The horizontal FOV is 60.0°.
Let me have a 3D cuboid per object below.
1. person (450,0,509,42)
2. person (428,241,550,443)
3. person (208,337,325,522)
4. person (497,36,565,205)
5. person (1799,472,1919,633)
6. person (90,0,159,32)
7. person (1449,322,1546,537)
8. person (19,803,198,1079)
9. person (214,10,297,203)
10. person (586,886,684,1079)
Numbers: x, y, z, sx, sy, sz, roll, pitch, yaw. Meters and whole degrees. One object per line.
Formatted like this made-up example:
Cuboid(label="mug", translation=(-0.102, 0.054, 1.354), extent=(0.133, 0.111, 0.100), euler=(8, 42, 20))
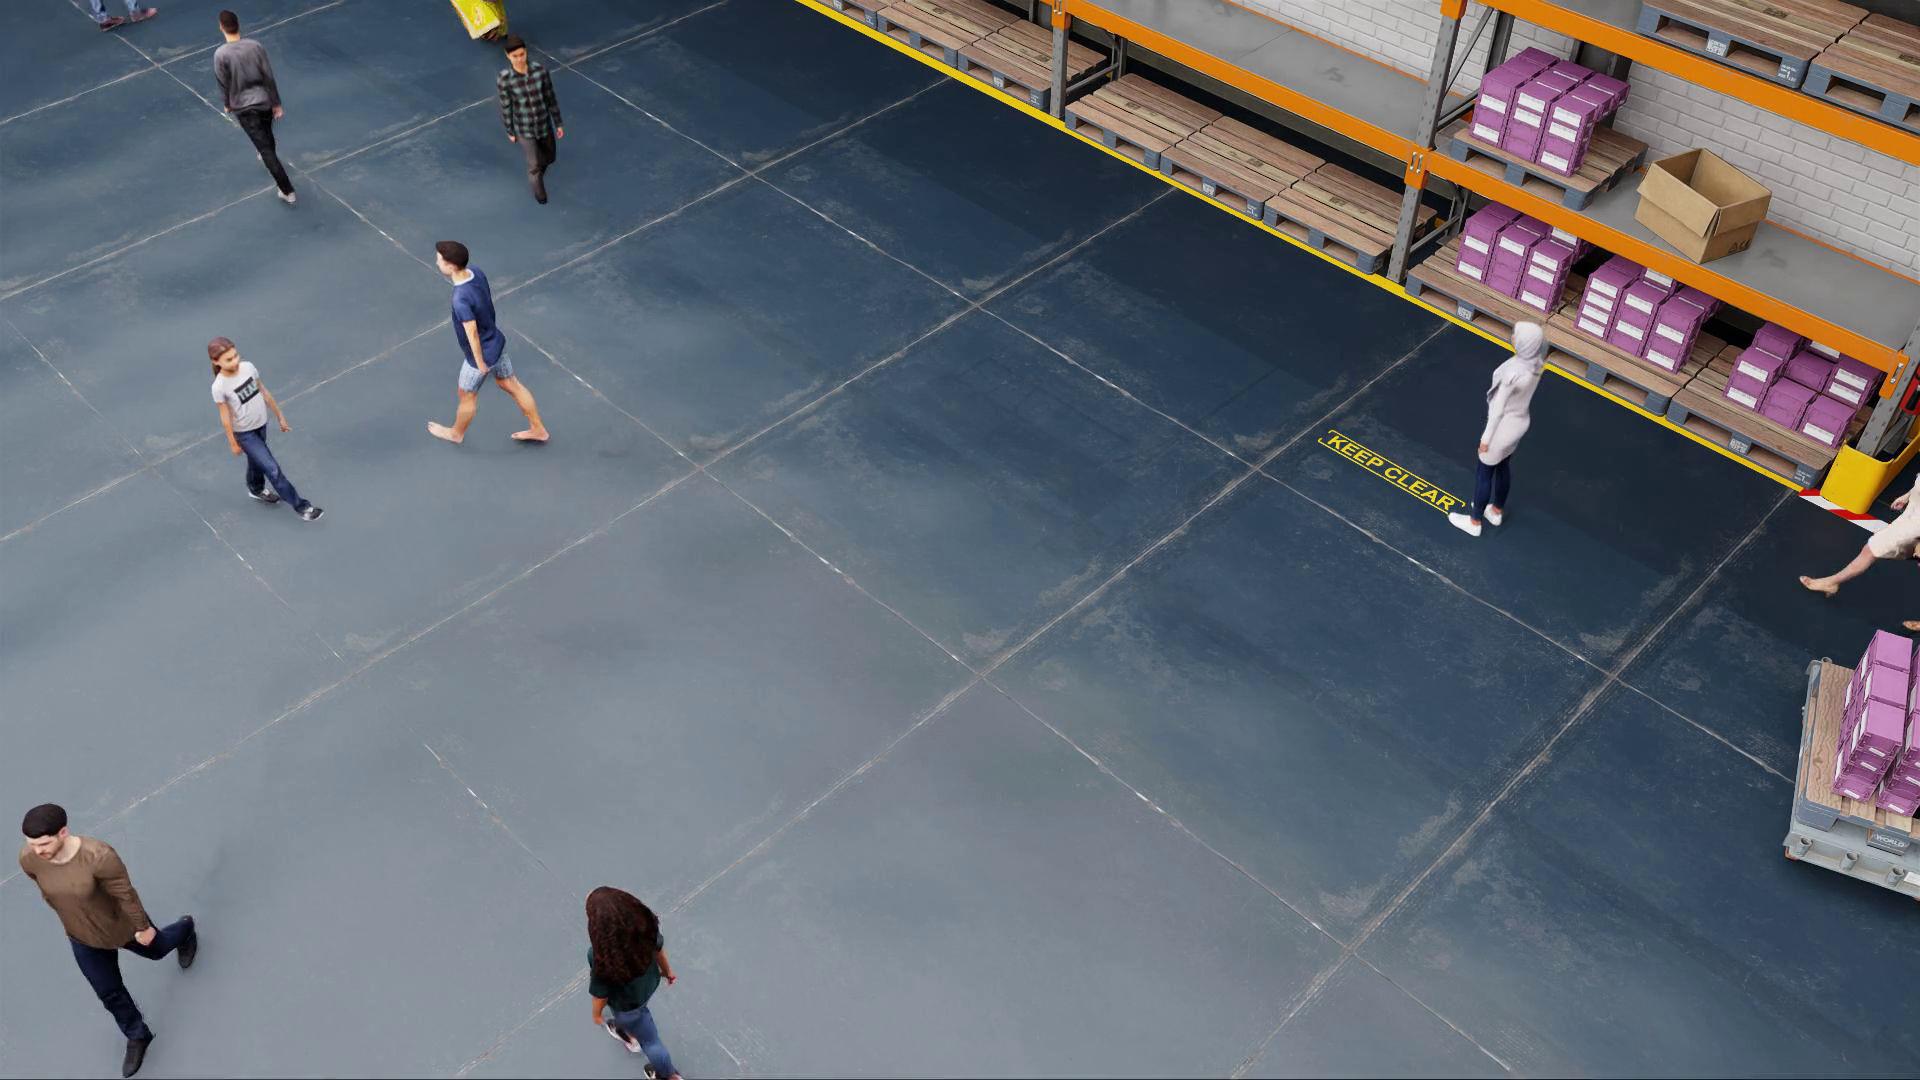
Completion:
Cuboid(label="person", translation=(-4.951, -5.861, 17.077), extent=(0.920, 1.645, 0.835), euler=(26, 49, 25))
Cuboid(label="person", translation=(-3.435, -1.408, 12.293), extent=(1.207, 1.795, 1.059), euler=(6, 44, 6))
Cuboid(label="person", translation=(-5.118, -0.820, 11.870), extent=(1.078, 1.527, 0.797), euler=(16, 46, 17))
Cuboid(label="person", translation=(-3.896, -3.797, 15.103), extent=(0.843, 1.689, 1.086), euler=(-22, 48, -21))
Cuboid(label="person", translation=(6.409, -0.033, 10.934), extent=(1.181, 1.679, 0.688), euler=(28, 50, 26))
Cuboid(label="person", translation=(-9.107, -6.167, 17.262), extent=(0.772, 1.832, 0.769), euler=(30, 51, 28))
Cuboid(label="person", translation=(3.843, -0.779, 11.651), extent=(0.622, 1.772, 0.544), euler=(-32, 52, -29))
Cuboid(label="person", translation=(-4.448, 1.934, 8.739), extent=(1.130, 1.859, 1.212), euler=(-2, 44, -2))
Cuboid(label="person", translation=(-6.305, -3.840, 14.903), extent=(0.624, 1.716, 1.135), euler=(-33, 53, -30))
Cuboid(label="person", translation=(-1.610, 2.339, 8.505), extent=(0.885, 1.596, 0.731), euler=(20, 47, 20))
